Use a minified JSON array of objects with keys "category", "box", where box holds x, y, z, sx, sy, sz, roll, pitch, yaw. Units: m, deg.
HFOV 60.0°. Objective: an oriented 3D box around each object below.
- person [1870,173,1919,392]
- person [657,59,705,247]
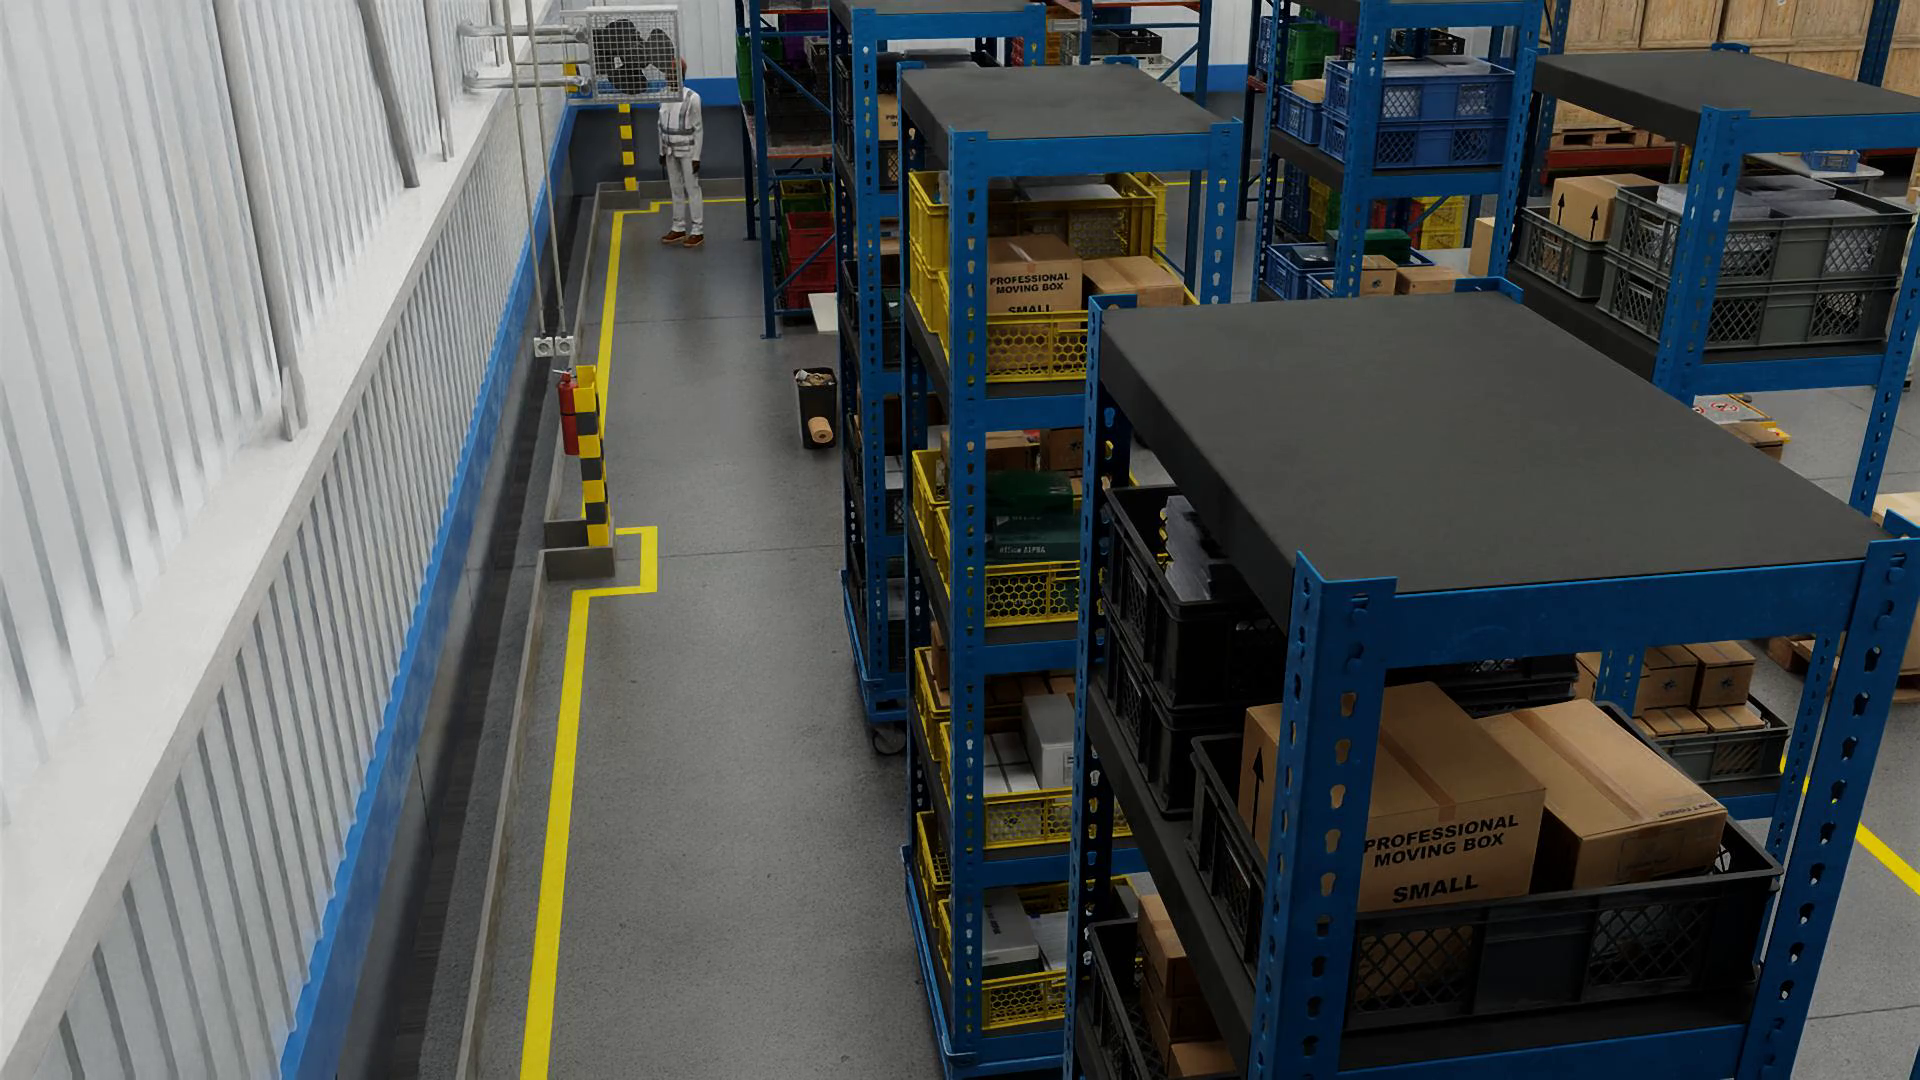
[{"category":"person","box":[7.421,-2.067,12.898,0.404,1.836,0.600,9,26,20]},{"category":"person","box":[-2.847,-3.936,16.907,0.574,1.884,0.356,17,30,32]}]
